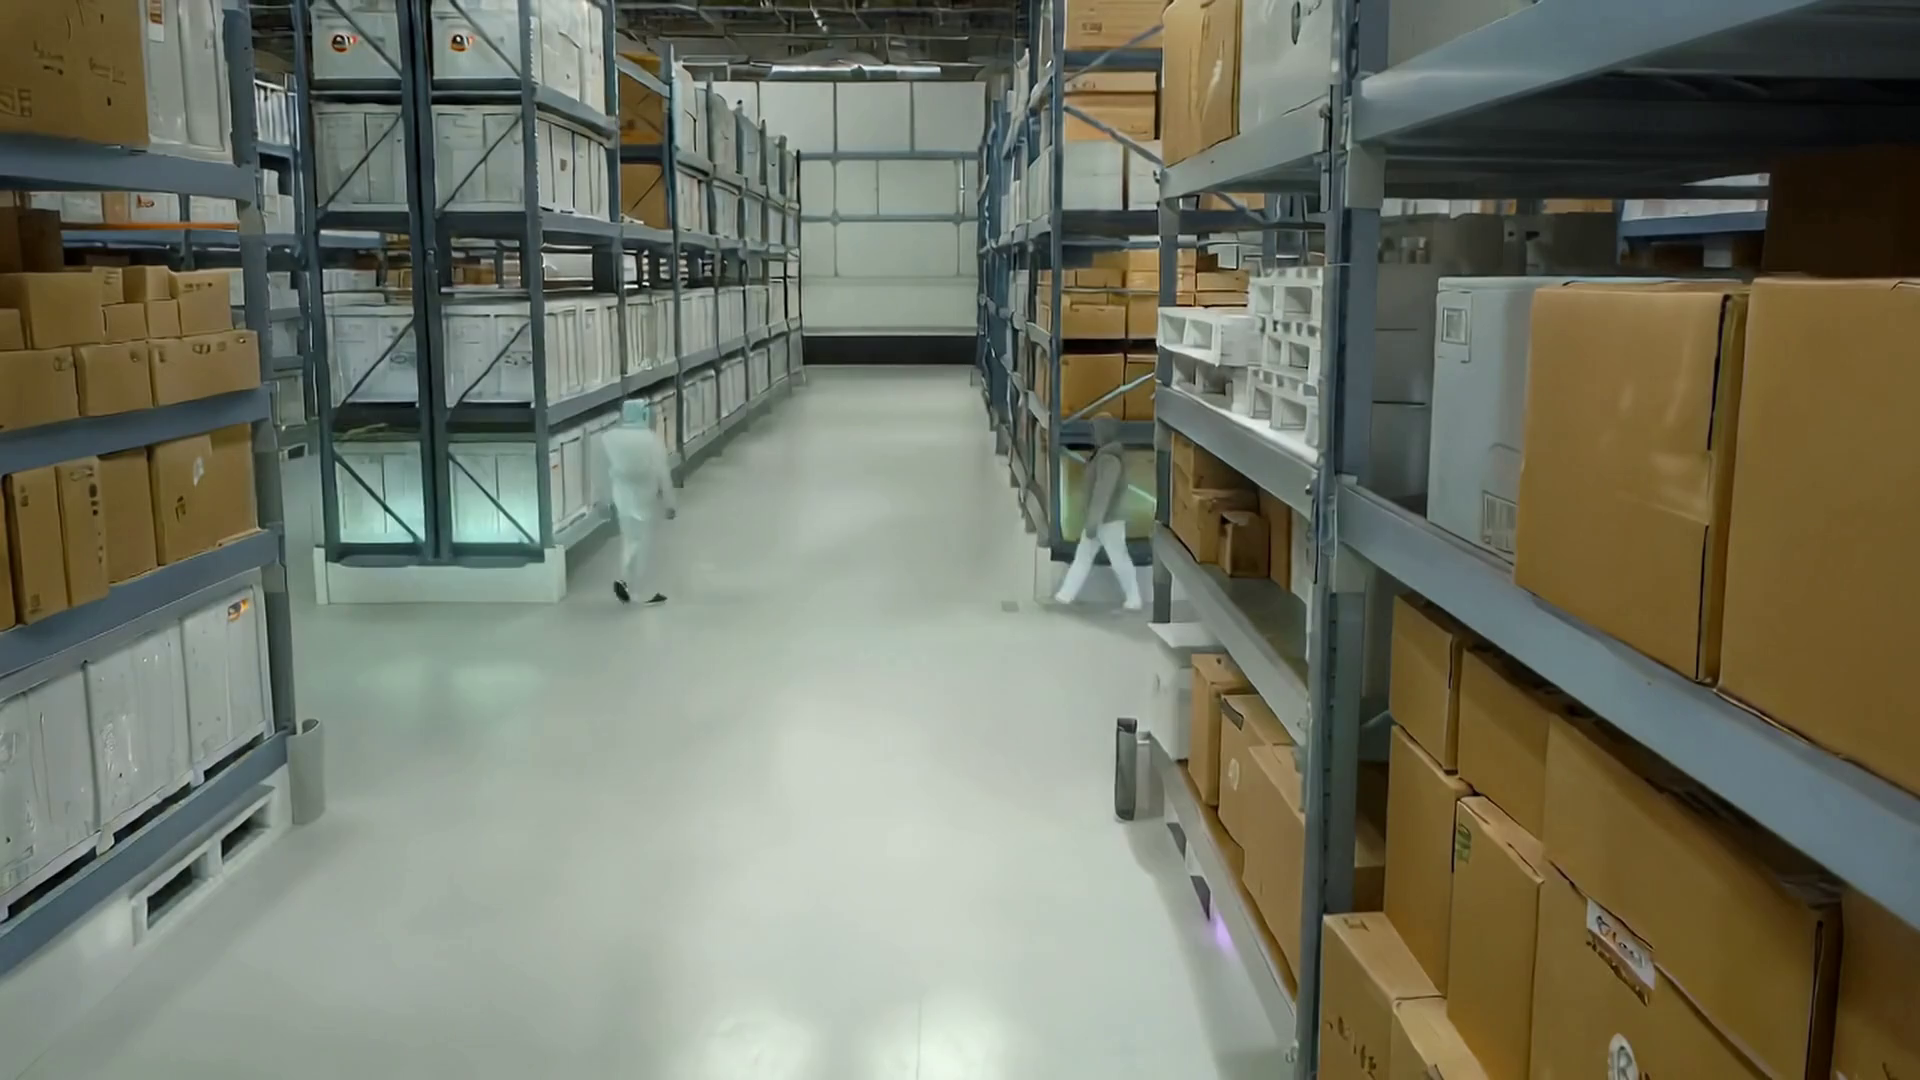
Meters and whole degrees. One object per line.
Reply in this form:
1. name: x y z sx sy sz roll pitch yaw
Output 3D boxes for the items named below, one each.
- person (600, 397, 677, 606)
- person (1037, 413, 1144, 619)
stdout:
1. person: -2.897 -0.342 14.998 0.677 1.885 0.451 3 10 19
2. person: 1.162 -0.198 14.389 0.962 1.788 0.658 0 9 1
